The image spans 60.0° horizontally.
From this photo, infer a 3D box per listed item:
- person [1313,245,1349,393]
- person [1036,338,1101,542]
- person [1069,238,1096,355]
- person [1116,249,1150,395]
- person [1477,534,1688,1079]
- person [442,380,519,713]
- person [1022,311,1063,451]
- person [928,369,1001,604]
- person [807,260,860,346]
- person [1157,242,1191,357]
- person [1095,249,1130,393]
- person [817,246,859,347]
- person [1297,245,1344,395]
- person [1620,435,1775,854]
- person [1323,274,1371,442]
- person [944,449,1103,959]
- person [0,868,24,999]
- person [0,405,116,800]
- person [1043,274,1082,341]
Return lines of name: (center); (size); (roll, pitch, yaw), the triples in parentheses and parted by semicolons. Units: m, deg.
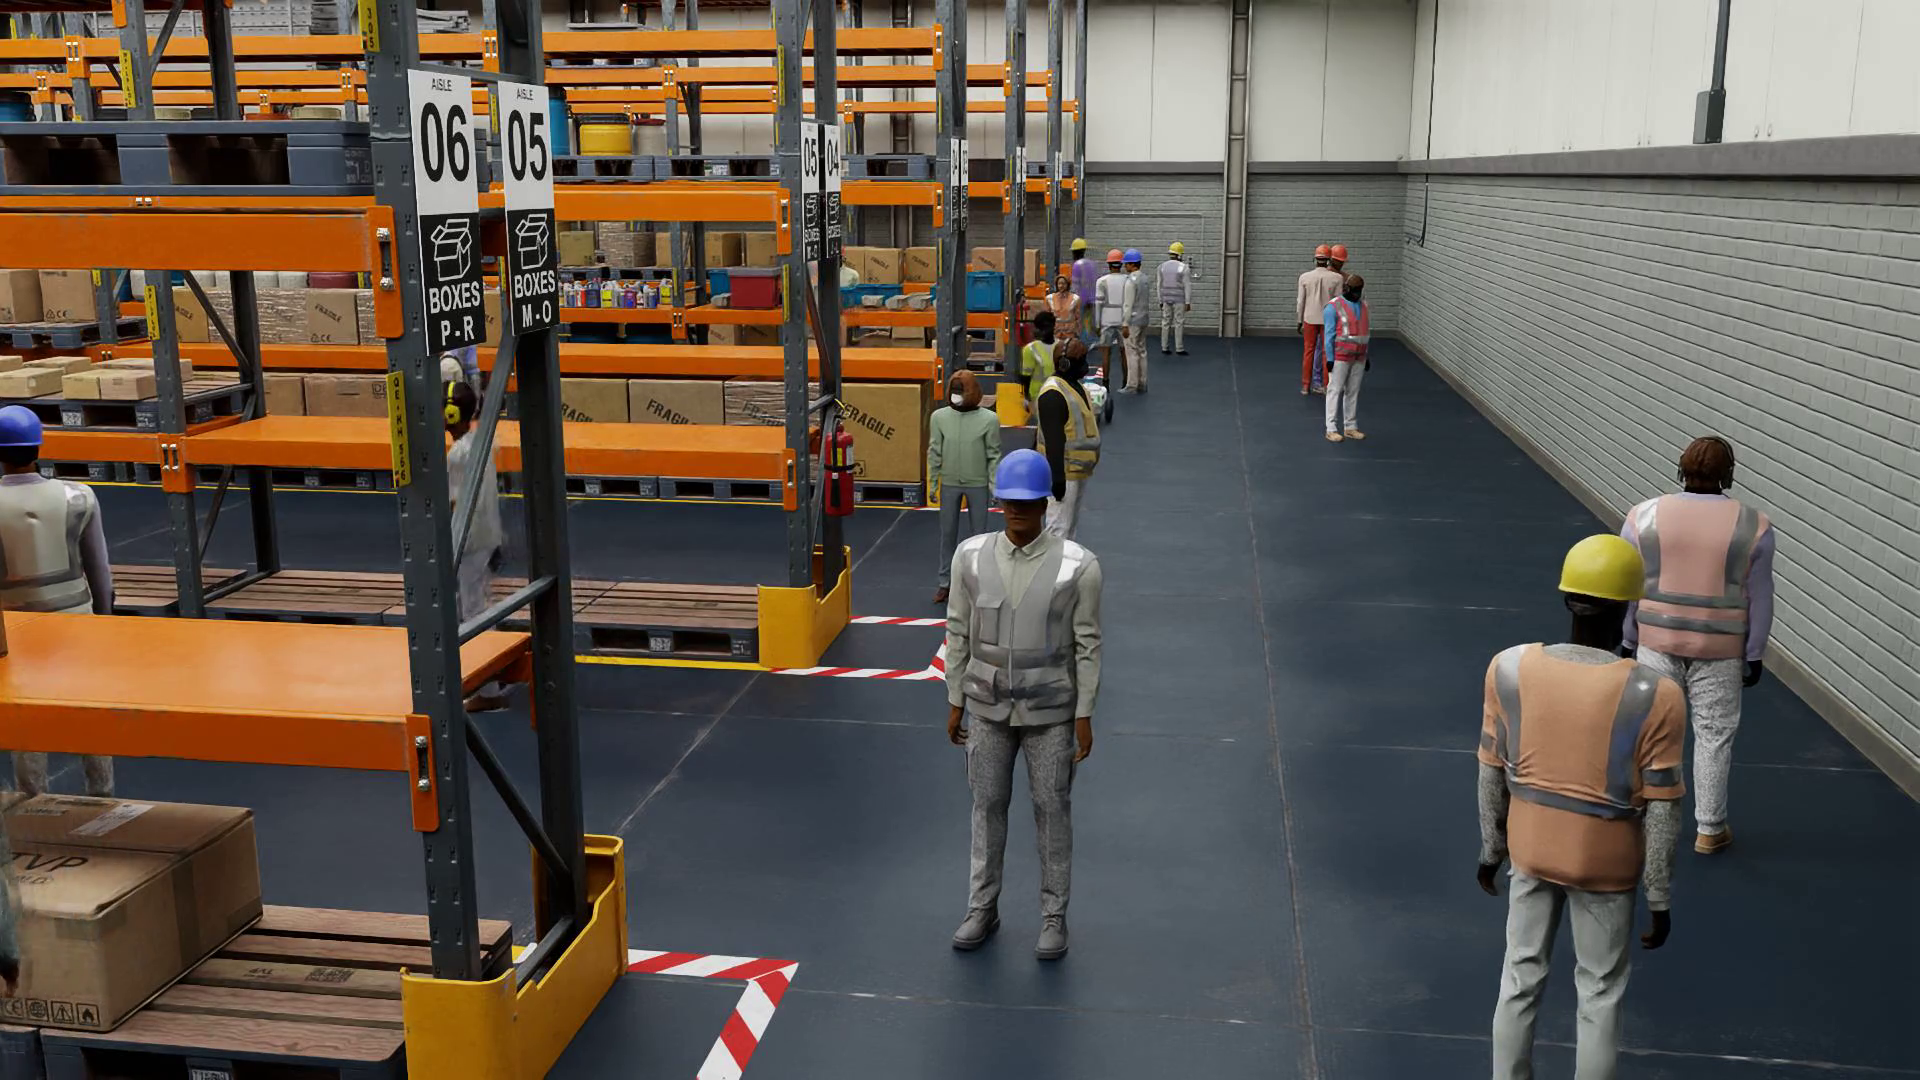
person: (5.026, -2.978, 22.439); (0.608, 1.986, 0.389); (-8, 15, -32)
person: (0.747, -0.462, 11.411); (0.429, 1.844, 0.625); (4, 13, 17)
person: (1.897, -3.847, 26.542); (0.408, 1.913, 0.585); (6, 14, 26)
person: (2.330, -2.915, 22.266); (0.409, 1.938, 0.608); (7, 14, 29)
person: (1.824, 0.928, 4.939); (0.612, 1.924, 0.385); (10, 16, 38)
person: (-2.691, 0.053, 9.046); (0.383, 1.855, 0.555); (0, 12, -1)
person: (0.847, -1.420, 16.186); (0.579, 1.651, 0.860); (-6, 14, -23)
person: (0.031, -0.360, 11.425); (0.502, 1.631, 0.286); (2, 13, 11)
person: (-2.152, -4.060, 27.576); (0.957, 1.863, 0.660); (5, 14, 23)
person: (3.475, -3.879, 26.857); (0.600, 1.831, 0.404); (9, 16, 37)
person: (2.085, -2.939, 22.407); (0.549, 1.928, 0.388); (0, 12, -1)
person: (-1.682, -3.086, 22.905); (0.625, 1.992, 0.388); (1, 13, 6)
person: (4.806, -2.929, 22.196); (0.622, 1.993, 0.382); (4, 13, 16)
person: (3.194, 0.456, 7.269); (0.627, 1.844, 0.429); (7, 14, 29)
person: (4.311, -2.019, 18.448); (0.625, 1.841, 0.429); (-7, 14, -28)
person: (0.230, 0.616, 6.295); (0.608, 1.950, 0.379); (4, 13, 16)
person: (-2.746, 1.158, 4.428); (0.893, 1.699, 0.501); (2, 13, 10)
person: (-4.096, 0.372, 7.403); (0.614, 1.945, 0.403); (-10, 16, -39)
person: (1.338, -2.662, 21.803); (0.521, 1.640, 0.306); (2, 13, 8)
